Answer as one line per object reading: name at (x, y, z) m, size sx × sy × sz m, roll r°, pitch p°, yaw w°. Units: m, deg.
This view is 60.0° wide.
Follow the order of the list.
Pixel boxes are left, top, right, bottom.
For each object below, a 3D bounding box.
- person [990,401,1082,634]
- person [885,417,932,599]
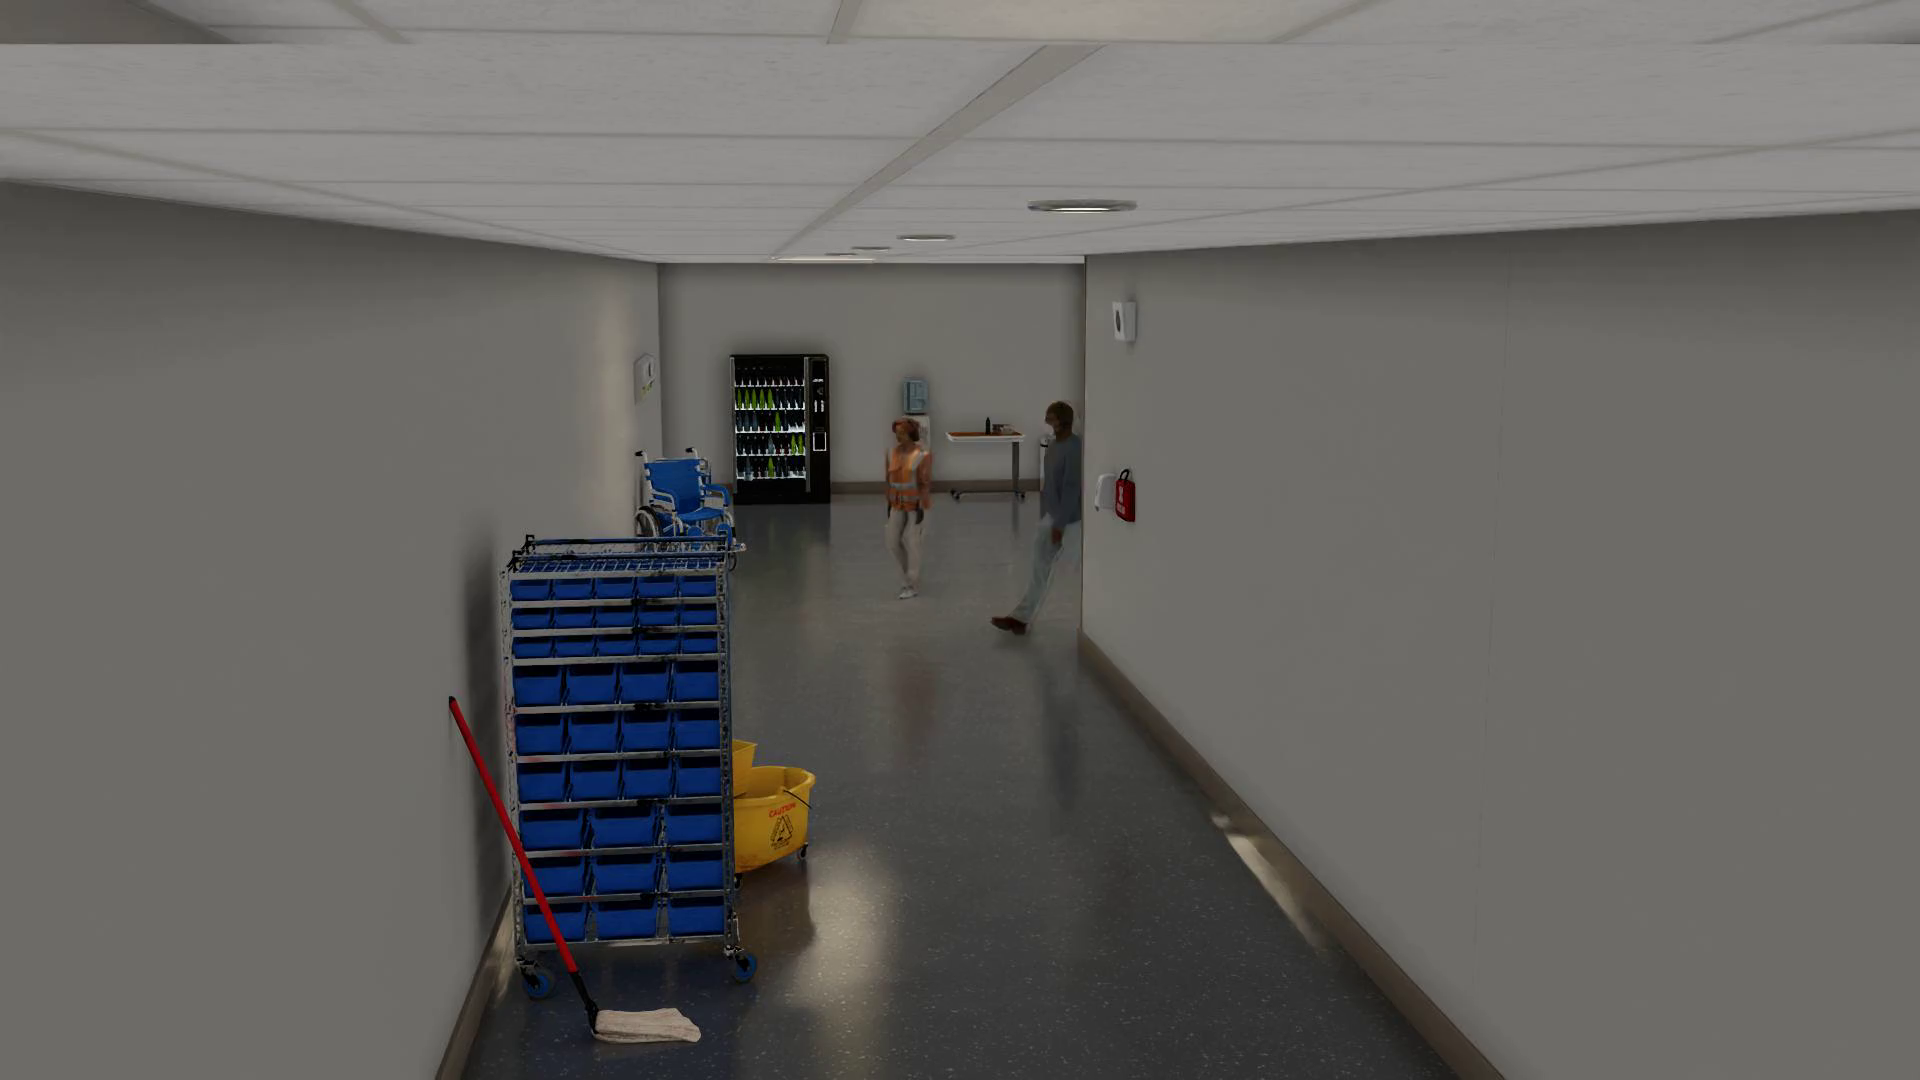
person at (0.792, -0.164, 13.253) m, size 1.036 × 1.885 × 0.636 m, roll -3°, pitch 10°, yaw -19°
person at (-0.452, -0.285, 14.806) m, size 0.513 × 1.623 × 0.413 m, roll 5°, pitch 11°, yaw 31°
